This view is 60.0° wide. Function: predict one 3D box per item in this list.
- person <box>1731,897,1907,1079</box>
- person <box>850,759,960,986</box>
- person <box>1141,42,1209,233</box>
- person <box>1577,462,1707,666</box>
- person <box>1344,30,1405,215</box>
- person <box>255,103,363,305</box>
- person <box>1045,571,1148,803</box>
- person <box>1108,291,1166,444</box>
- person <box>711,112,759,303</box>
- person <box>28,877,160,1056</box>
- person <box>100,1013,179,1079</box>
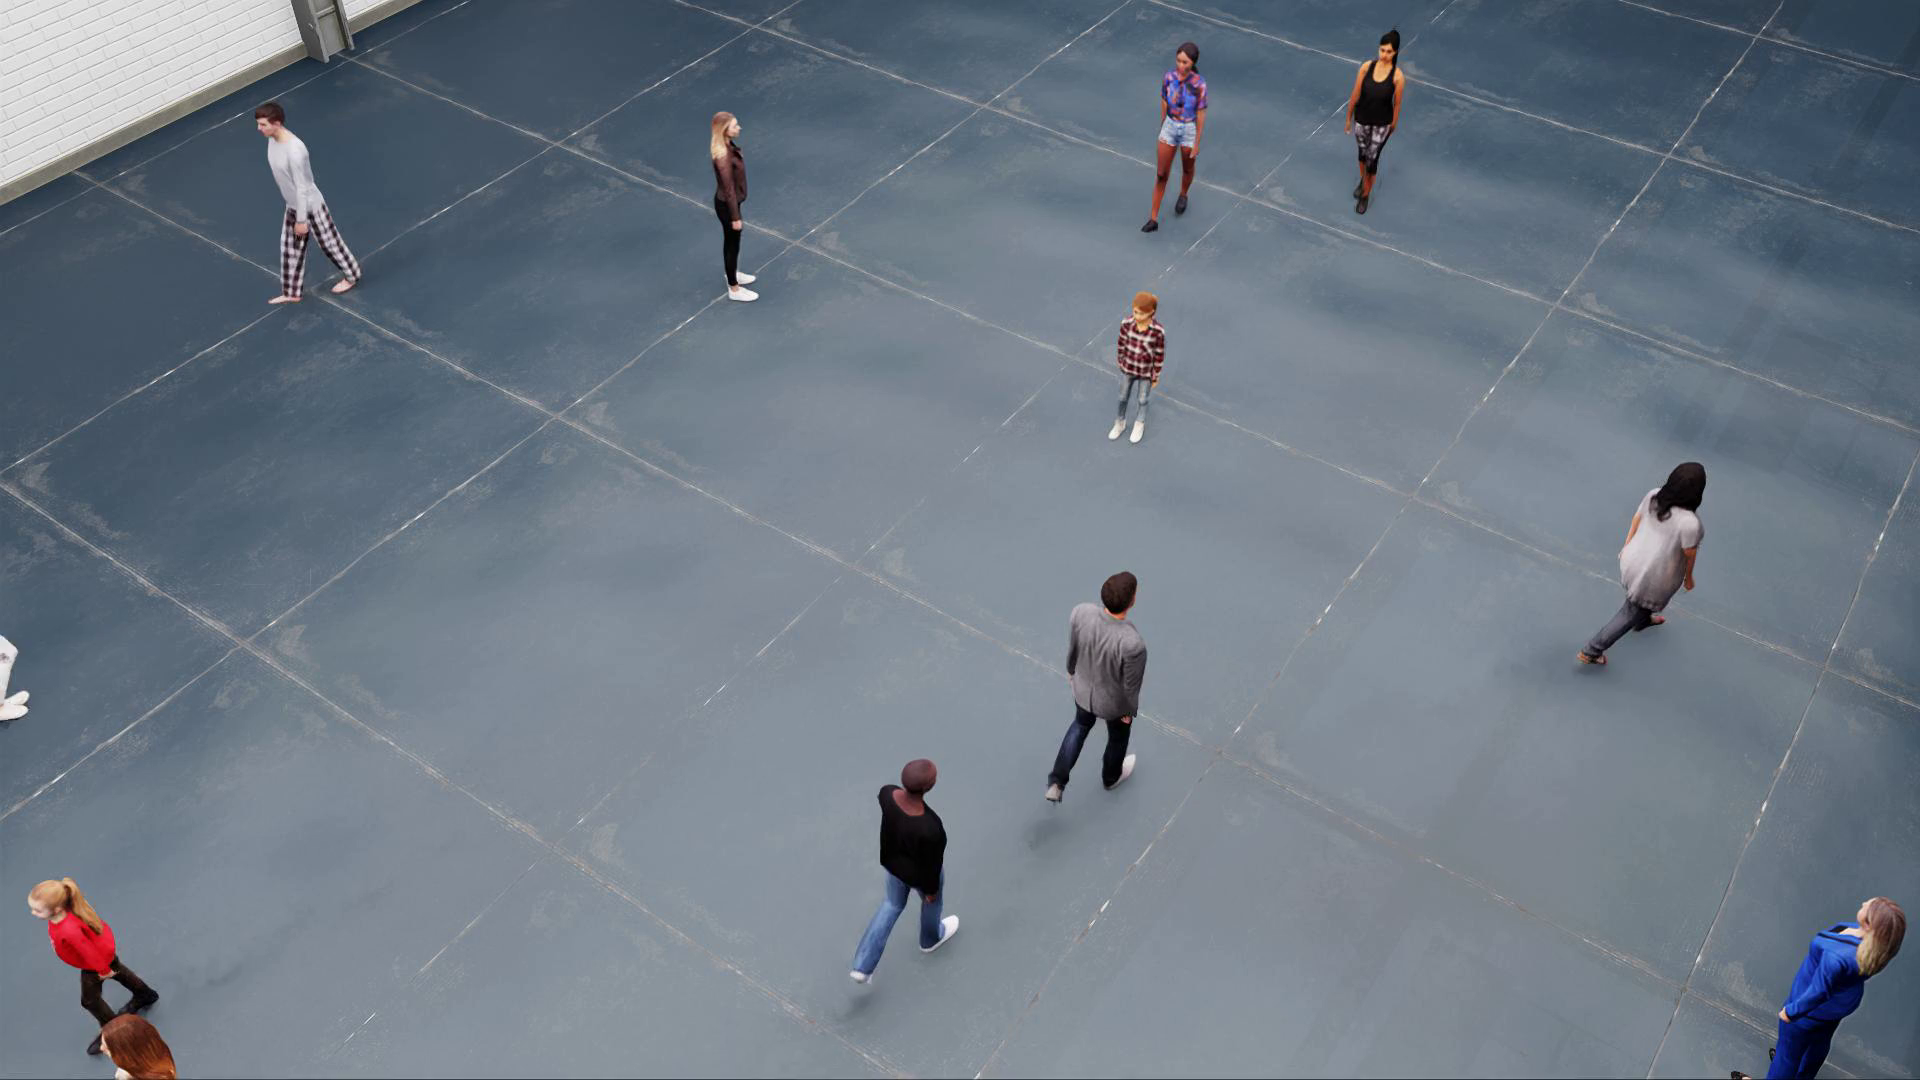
[{"bbox_3d":[4.403,2.352,8.457,0.646,1.700,0.767,-19,47,-19],"label":"person"},{"bbox_3d":[-0.322,1.812,9.004,0.663,1.728,1.037,32,52,29],"label":"person"},{"bbox_3d":[1.993,-3.605,14.712,0.740,1.699,1.136,17,46,17],"label":"person"},{"bbox_3d":[4.451,0.192,10.817,1.136,1.574,1.012,-12,45,-12],"label":"person"},{"bbox_3d":[3.748,-3.826,14.982,0.602,1.645,0.787,23,48,23],"label":"person"},{"bbox_3d":[-5.353,-2.816,13.797,1.092,1.819,0.777,-34,53,-31],"label":"person"},{"bbox_3d":[0.801,0.938,9.829,0.697,1.856,0.975,28,50,26],"label":"person"},{"bbox_3d":[1.390,-1.349,12.632,0.594,1.300,0.629,17,46,17],"label":"person"},{"bbox_3d":[-1.923,-2.790,13.853,0.733,1.703,0.657,-4,44,-4],"label":"person"},{"bbox_3d":[-4.610,2.191,8.939,0.715,1.269,0.606,-26,49,-25],"label":"person"},{"bbox_3d":[-3.757,2.770,8.011,0.635,1.712,0.626,-25,49,-24],"label":"person"}]
